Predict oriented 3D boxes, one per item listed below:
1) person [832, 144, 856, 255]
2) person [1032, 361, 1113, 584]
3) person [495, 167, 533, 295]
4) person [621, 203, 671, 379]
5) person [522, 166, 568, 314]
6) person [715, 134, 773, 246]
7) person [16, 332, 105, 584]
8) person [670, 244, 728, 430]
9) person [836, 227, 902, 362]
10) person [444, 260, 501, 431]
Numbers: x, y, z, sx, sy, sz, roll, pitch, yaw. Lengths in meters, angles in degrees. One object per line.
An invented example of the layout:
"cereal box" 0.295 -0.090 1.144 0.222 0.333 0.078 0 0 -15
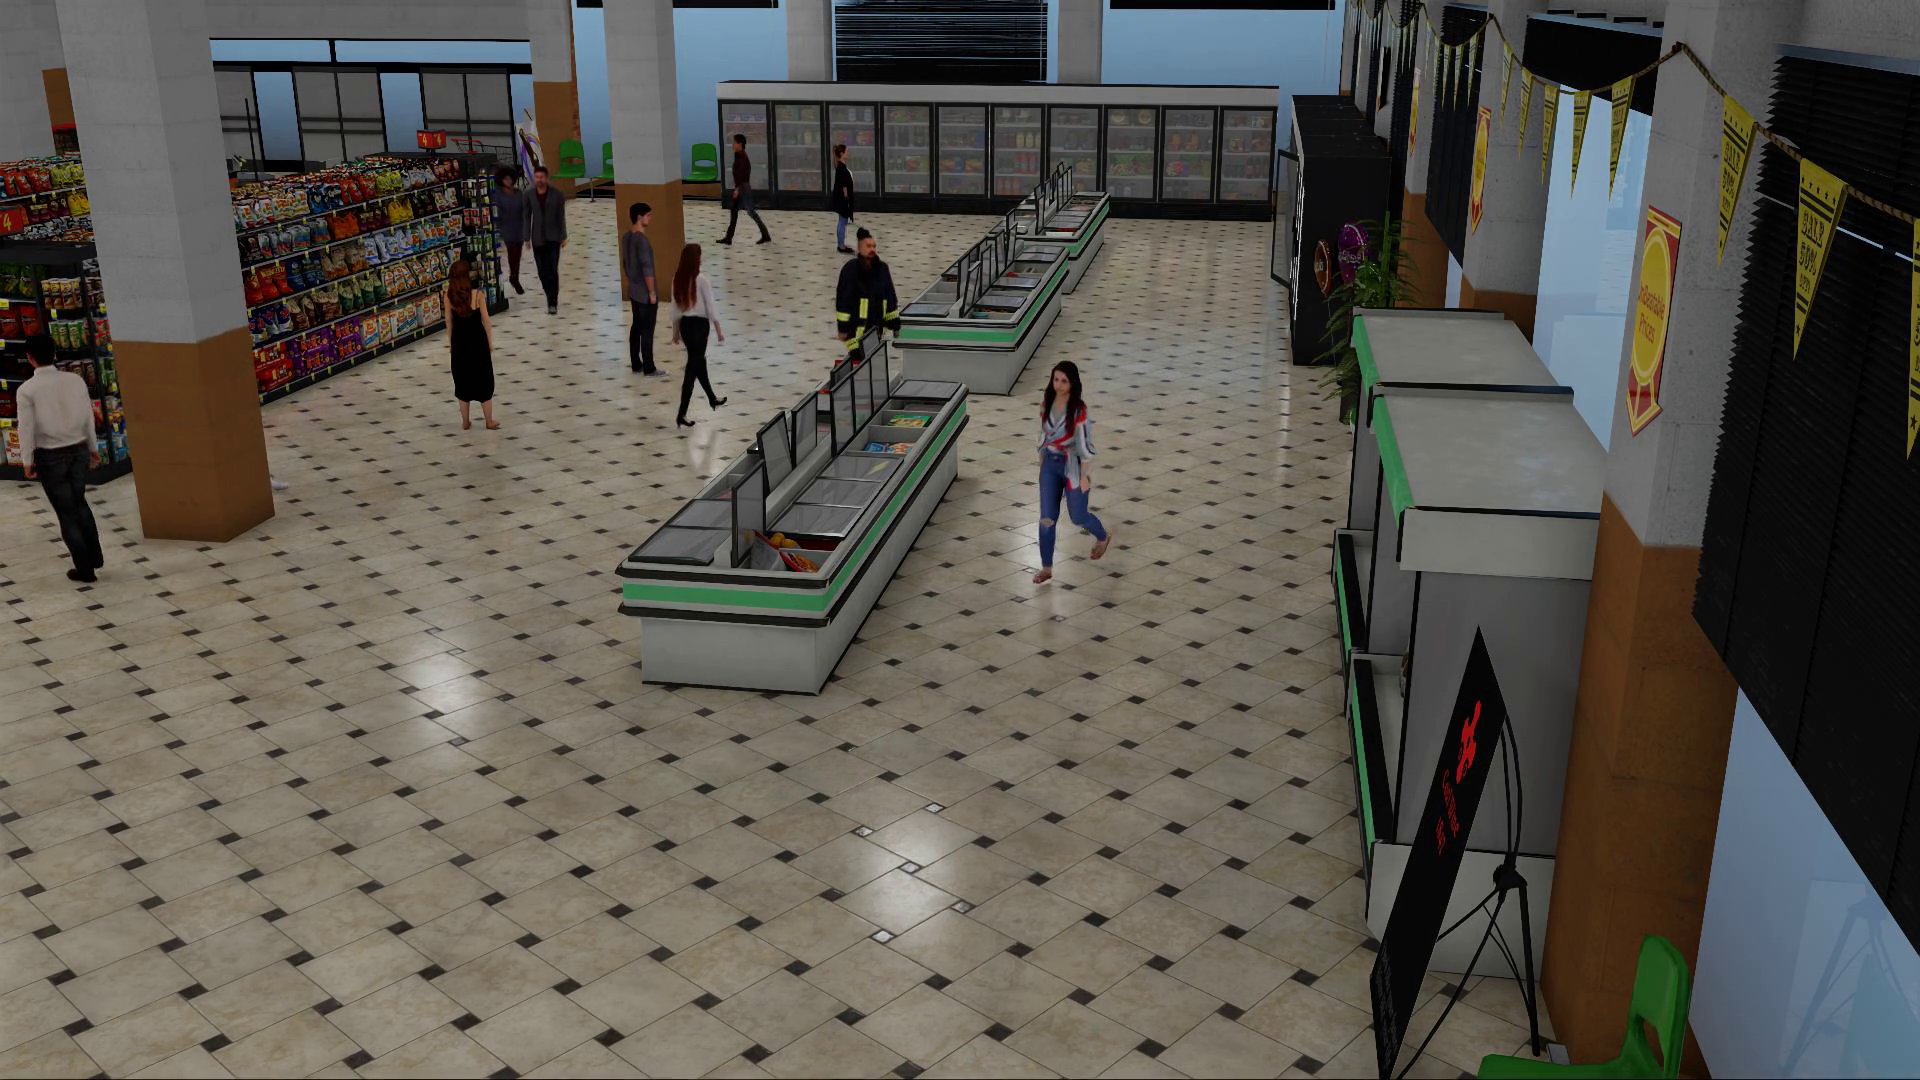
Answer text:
"person" -1.837 -5.337 26.034 0.754 1.684 0.604 -3 19 -8
"person" 0.809 -0.494 11.831 0.917 1.583 1.116 15 24 37
"person" -6.143 -4.239 22.797 1.029 1.673 1.112 -12 22 -31
"person" -3.440 -2.699 17.953 0.782 1.850 0.734 -14 23 -35
"person" -5.328 -3.864 21.430 0.922 1.836 1.260 -1 19 -4
"person" -3.386 -5.571 26.641 1.059 1.740 1.171 -5 19 -15
"person" -6.234 -0.550 11.649 0.847 1.804 0.722 12 22 32
"person" -2.576 -1.894 15.768 0.904 1.720 1.158 13 22 33
"person" -0.965 -2.120 16.248 1.028 1.842 1.087 -14 23 -35
"person" -4.665 -1.855 15.801 0.621 1.625 0.640 -1 19 -4
